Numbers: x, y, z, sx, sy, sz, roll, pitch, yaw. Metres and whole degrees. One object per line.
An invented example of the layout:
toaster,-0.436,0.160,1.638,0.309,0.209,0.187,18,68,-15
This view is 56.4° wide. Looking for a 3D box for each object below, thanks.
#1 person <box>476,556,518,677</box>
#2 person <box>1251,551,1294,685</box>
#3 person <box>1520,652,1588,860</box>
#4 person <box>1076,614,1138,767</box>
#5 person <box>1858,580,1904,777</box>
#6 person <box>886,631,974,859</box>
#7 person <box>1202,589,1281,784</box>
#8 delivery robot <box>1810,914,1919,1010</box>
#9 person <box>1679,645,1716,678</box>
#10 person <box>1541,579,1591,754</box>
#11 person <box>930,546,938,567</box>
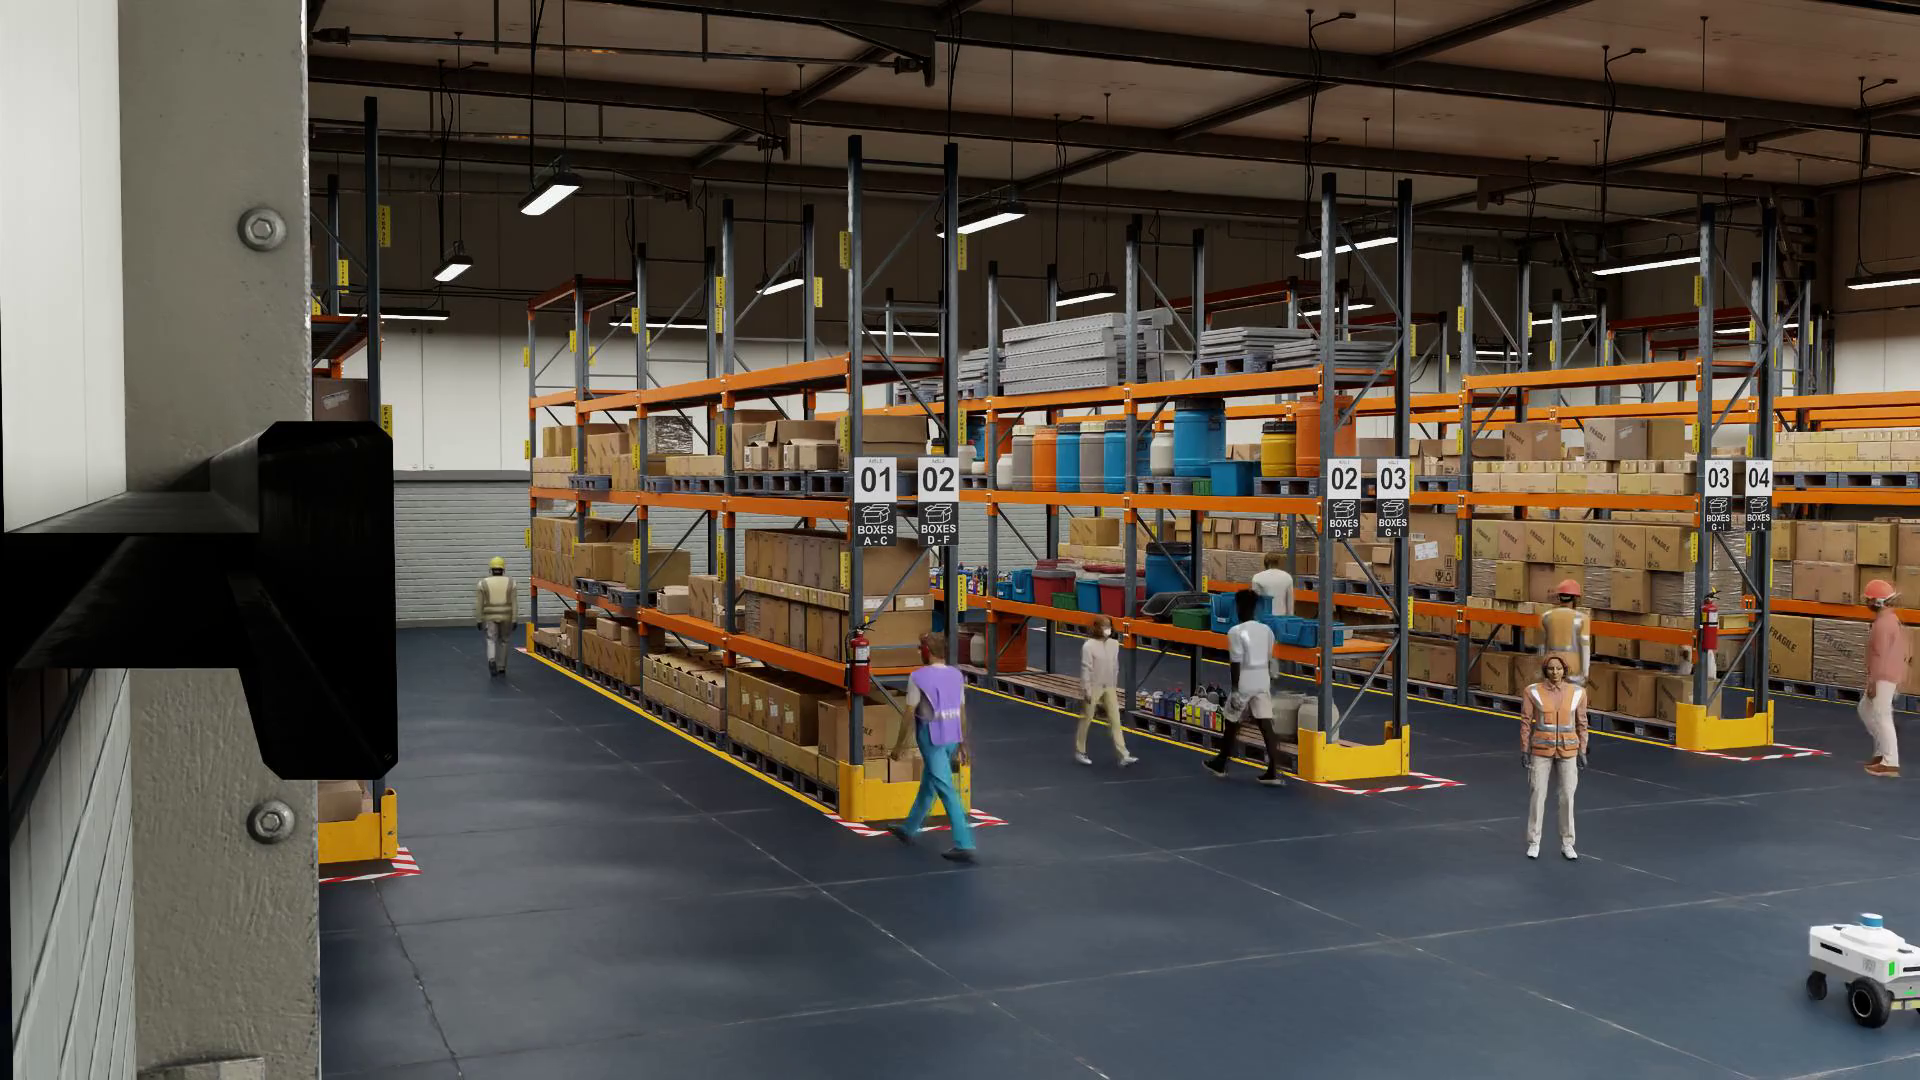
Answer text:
person,-6.884,1.146,26.658,0.599,1.811,0.746,-1,2,-15
person,4.459,1.121,25.992,0.651,1.907,0.833,-1,2,-21
person,4.718,1.705,14.231,0.523,1.639,0.306,0,2,10
person,1.482,1.564,18.585,0.528,1.584,0.867,-1,3,-33
person,9.284,1.388,18.120,0.515,1.975,0.647,1,3,34
person,-0.238,1.630,14.398,1.012,1.779,0.567,2,3,38
person,2.836,1.436,17.744,0.628,1.905,1.020,-1,3,-34
delivery robot,5.173,2.370,10.169,0.477,0.478,0.707,-1,2,-13
person,9.030,1.307,22.067,0.579,1.850,0.935,-1,2,-14
person,6.549,1.378,19.303,0.569,1.906,0.727,2,3,37
person,-0.473,0.756,34.562,0.407,1.987,0.614,1,3,33
